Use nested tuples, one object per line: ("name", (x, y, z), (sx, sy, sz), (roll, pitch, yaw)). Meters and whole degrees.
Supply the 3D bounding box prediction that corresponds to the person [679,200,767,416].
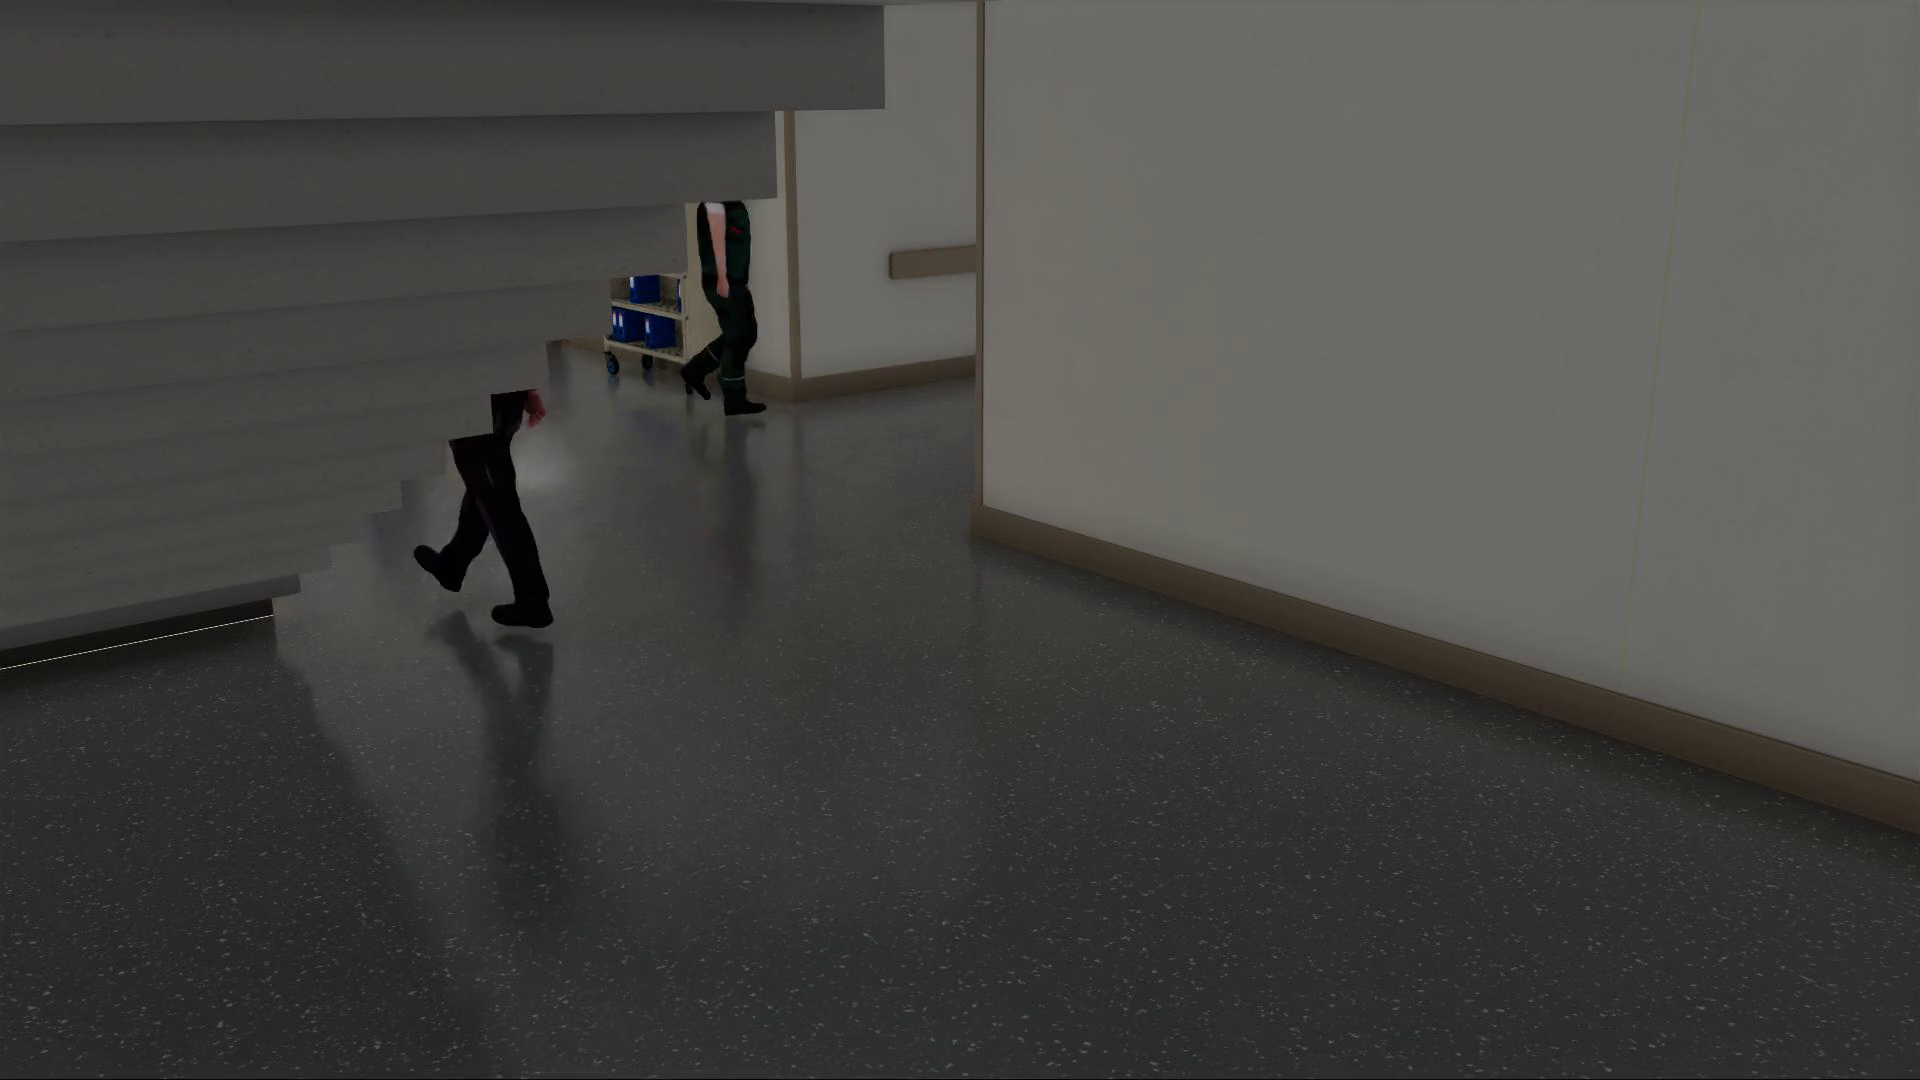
("person", (-1.641, -1.750, 11.215), (1.001, 1.824, 0.941), (2, 16, 6))
